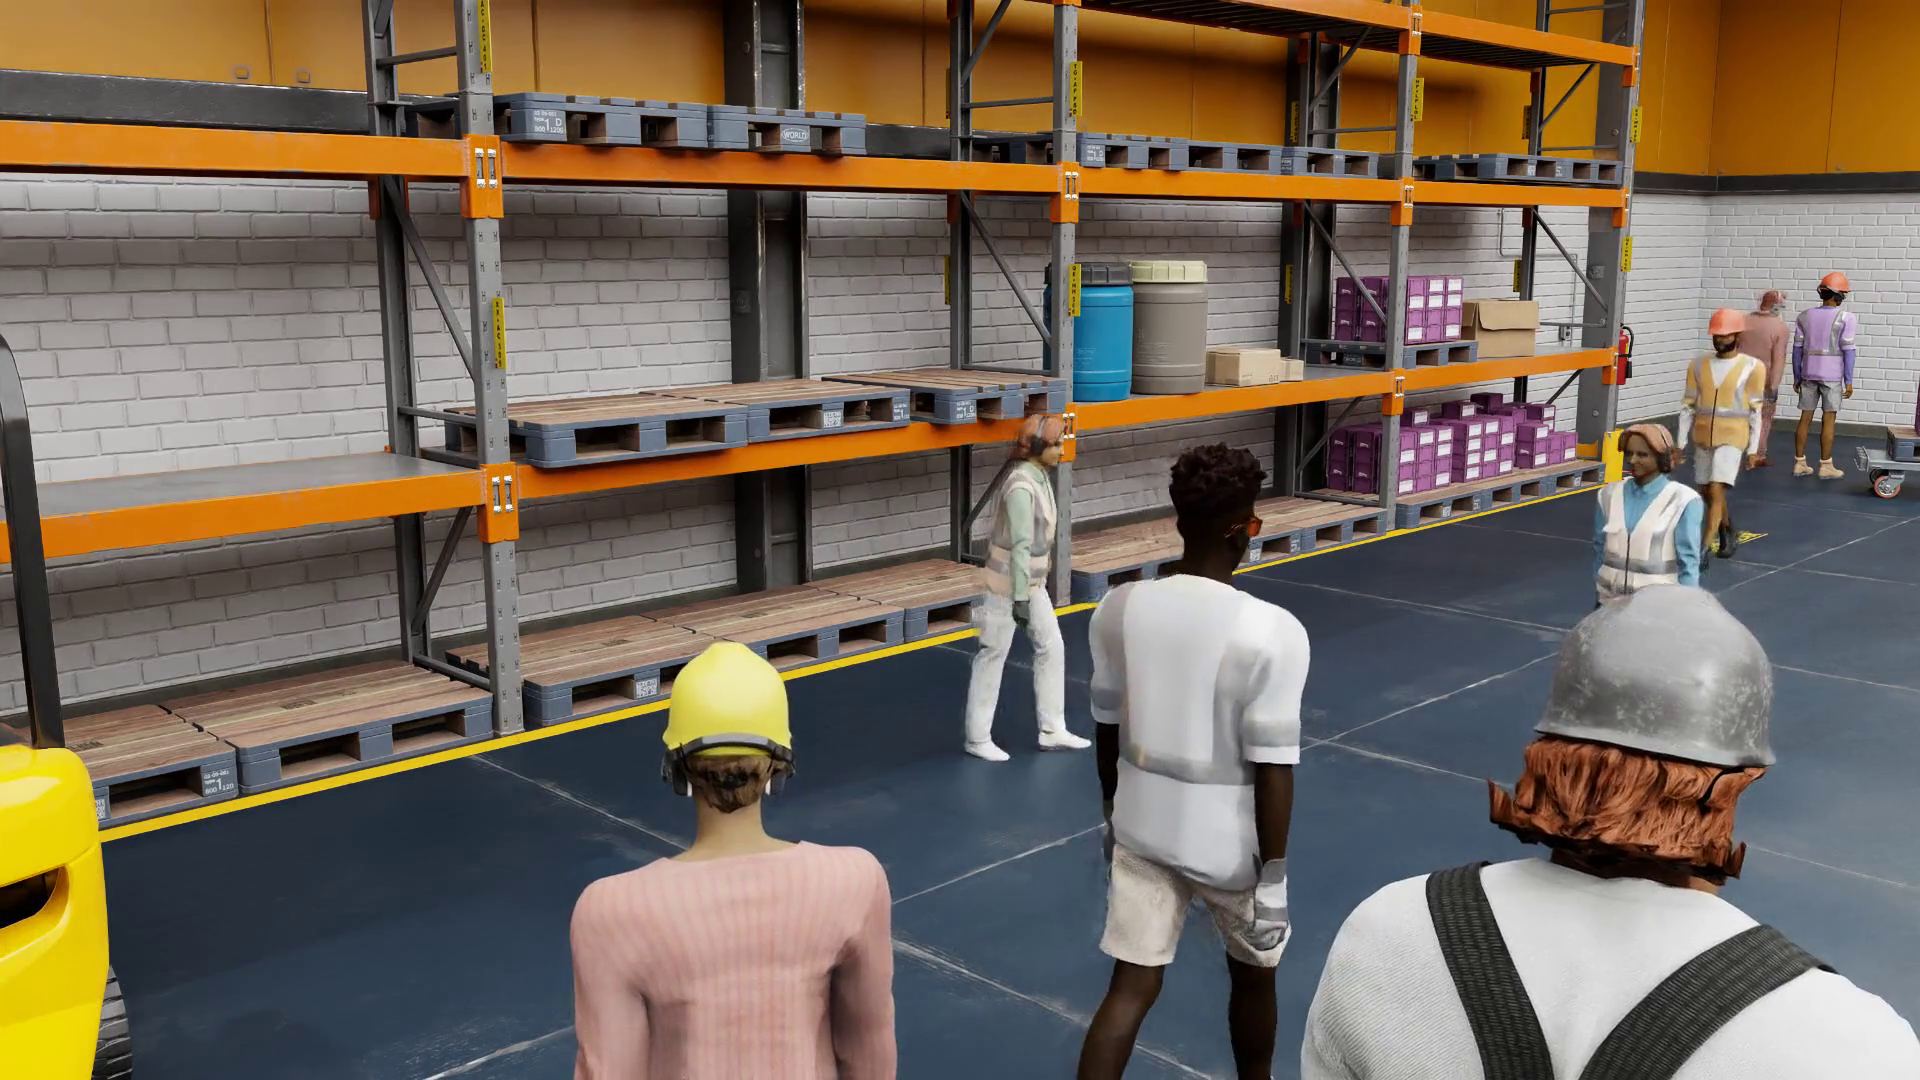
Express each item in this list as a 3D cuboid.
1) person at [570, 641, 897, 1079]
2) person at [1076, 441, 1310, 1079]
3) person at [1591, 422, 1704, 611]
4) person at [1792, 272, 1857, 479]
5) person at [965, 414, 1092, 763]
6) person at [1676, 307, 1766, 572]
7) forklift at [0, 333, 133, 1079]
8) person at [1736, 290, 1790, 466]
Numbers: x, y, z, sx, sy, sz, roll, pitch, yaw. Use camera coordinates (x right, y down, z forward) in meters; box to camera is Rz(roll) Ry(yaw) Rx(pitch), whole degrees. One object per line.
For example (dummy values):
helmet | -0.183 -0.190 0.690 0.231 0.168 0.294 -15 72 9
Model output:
person | -0.364 1.037 2.740 0.533 1.767 0.325 -4 11 -20
person | 0.547 0.714 4.082 0.615 1.927 0.982 8 13 39
person | 2.979 0.290 7.192 0.629 1.621 0.523 -7 13 -35
person | 8.588 -1.628 16.517 0.389 2.041 0.614 -6 12 -31
person | 0.322 0.229 7.586 0.627 1.603 0.537 3 11 17
person | 5.551 -0.748 12.120 0.941 1.904 0.556 -10 14 -42
forklift | -3.289 0.485 4.582 1.214 2.155 2.313 -10 14 -44
person | 8.137 -1.639 17.113 0.917 1.868 0.676 -7 13 -35
